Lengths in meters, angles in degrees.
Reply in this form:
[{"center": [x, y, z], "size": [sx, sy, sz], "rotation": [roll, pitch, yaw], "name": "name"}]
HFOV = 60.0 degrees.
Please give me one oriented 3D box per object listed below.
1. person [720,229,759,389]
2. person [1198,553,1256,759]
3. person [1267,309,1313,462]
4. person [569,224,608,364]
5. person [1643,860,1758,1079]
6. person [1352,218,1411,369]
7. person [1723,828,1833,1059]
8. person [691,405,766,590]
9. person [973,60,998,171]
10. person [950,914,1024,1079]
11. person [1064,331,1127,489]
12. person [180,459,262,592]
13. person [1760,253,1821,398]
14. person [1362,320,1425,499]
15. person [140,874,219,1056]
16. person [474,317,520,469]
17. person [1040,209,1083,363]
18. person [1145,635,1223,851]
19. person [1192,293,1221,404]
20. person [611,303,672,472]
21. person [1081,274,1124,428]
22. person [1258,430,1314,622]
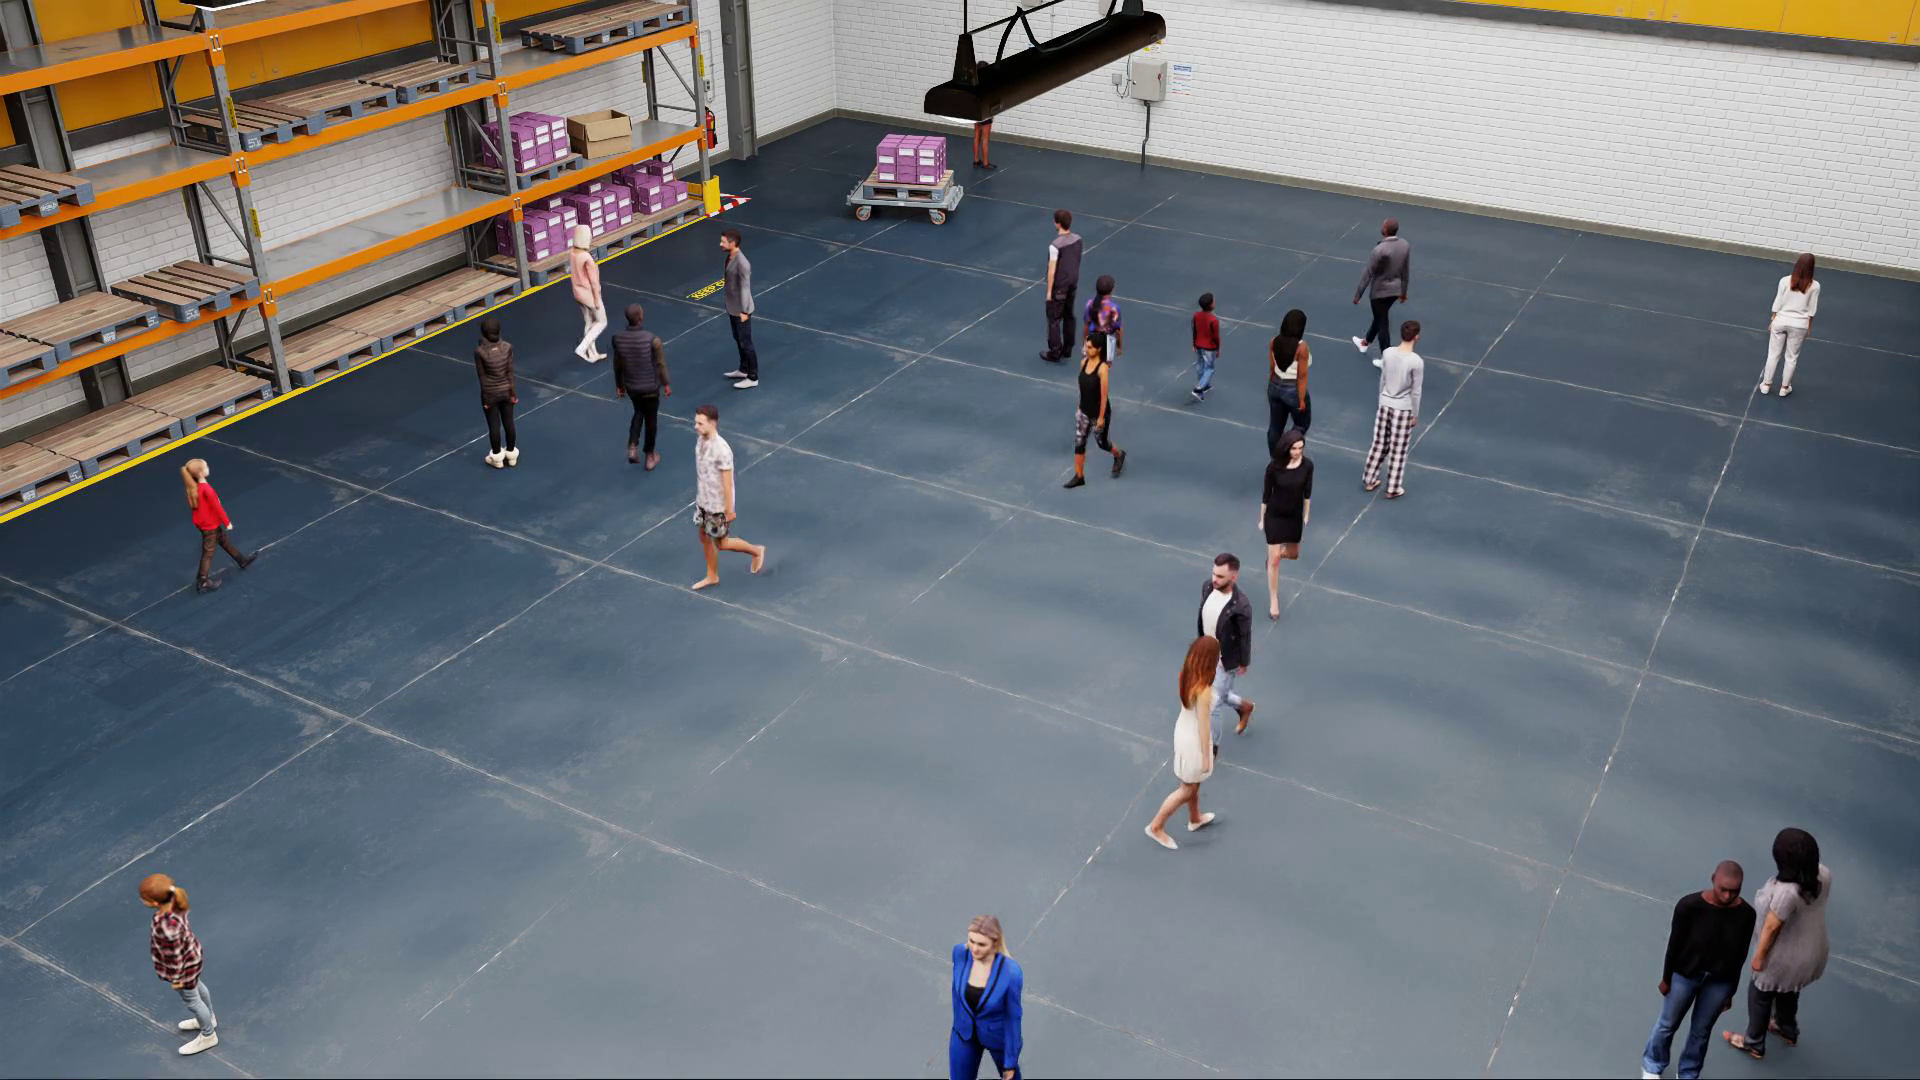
[{"center": [-2.542, -2.688, 19.163], "size": [0.787, 1.869, 0.770], "rotation": [-13, 31, -22], "name": "person"}, {"center": [2.049, 0.866, 12.702], "size": [1.074, 1.818, 0.935], "rotation": [-19, 34, -31], "name": "person"}, {"center": [3.293, -1.466, 16.998], "size": [0.754, 1.798, 0.748], "rotation": [-23, 36, -36], "name": "person"}, {"center": [-4.475, -2.869, 19.659], "size": [0.678, 1.713, 0.786], "rotation": [24, 36, 36], "name": "person"}, {"center": [4.316, 2.543, 9.701], "size": [0.651, 1.747, 0.644], "rotation": [6, 29, 11], "name": "person"}, {"center": [5.051, -2.849, 19.545], "size": [1.128, 1.788, 1.119], "rotation": [-15, 32, -25], "name": "person"}, {"center": [5.014, 2.443, 10.043], "size": [0.769, 1.596, 0.867], "rotation": [-17, 33, -28], "name": "person"}, {"center": [-2.140, -0.404, 15.051], "size": [1.064, 1.797, 0.913], "rotation": [-18, 34, -30], "name": "person"}, {"center": [0.371, -6.924, 27.064], "size": [0.675, 1.740, 0.680], "rotation": [-17, 33, -28], "name": "person"}, {"center": [0.202, 2.756, 9.401], "size": [0.692, 1.660, 1.116], "rotation": [12, 31, 21], "name": "person"}, {"center": [1.423, -1.328, 16.907], "size": [1.091, 1.643, 0.823], "rotation": [-22, 35, -34], "name": "person"}, {"center": [-6.875, -0.118, 15.098], "size": [0.607, 1.249, 0.925], "rotation": [22, 35, 34], "name": "person"}, {"center": [9.462, -2.460, 18.934], "size": [0.602, 1.689, 0.536], "rotation": [14, 32, 24], "name": "person"}, {"center": [4.369, -1.315, 16.676], "size": [0.672, 1.841, 0.685], "rotation": [-25, 37, -38], "name": "person"}, {"center": [-4.742, 2.553, 10.142], "size": [0.665, 1.307, 0.615], "rotation": [-9, 30, -17], "name": "person"}, {"center": [-4.788, -1.521, 17.236], "size": [0.691, 1.666, 0.748], "rotation": [-7, 29, -12], "name": "person"}, {"center": [1.257, -3.026, 19.808], "size": [0.657, 1.846, 0.803], "rotation": [-22, 36, -35], "name": "person"}, {"center": [1.646, 1.416, 11.813], "size": [0.919, 1.703, 0.875], "rotation": [-10, 30, -18], "name": "person"}, {"center": [2.775, -2.206, 18.912], "size": [0.786, 1.264, 0.634], "rotation": [-23, 36, -36], "name": "person"}, {"center": [-3.299, -1.537, 17.099], "size": [0.791, 1.825, 0.824], "rotation": [7, 29, 13], "name": "person"}, {"center": [1.493, -2.019, 18.090], "size": [0.610, 1.723, 0.707], "rotation": [18, 33, 29], "name": "person"}, {"center": [2.841, -0.194, 14.684], "size": [0.933, 1.780, 1.064], "rotation": [-2, 29, -4], "name": "person"}]
